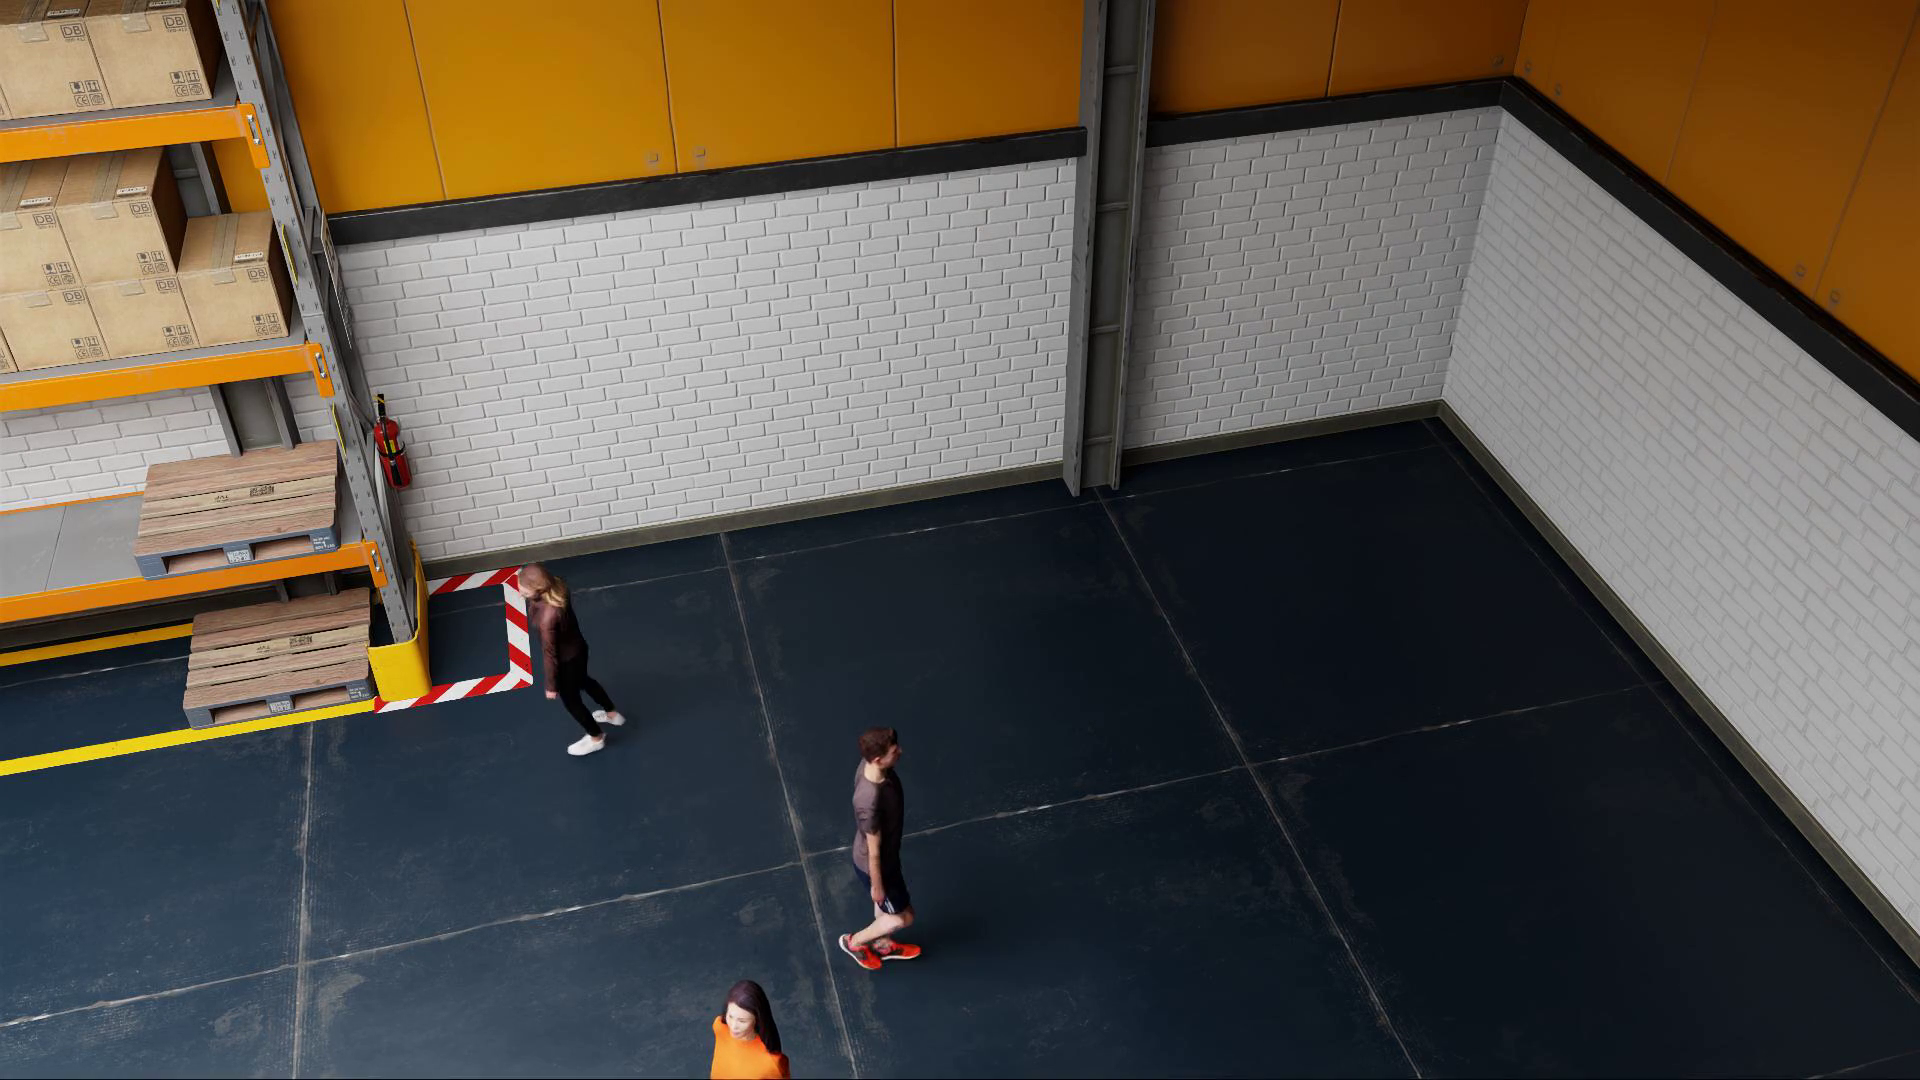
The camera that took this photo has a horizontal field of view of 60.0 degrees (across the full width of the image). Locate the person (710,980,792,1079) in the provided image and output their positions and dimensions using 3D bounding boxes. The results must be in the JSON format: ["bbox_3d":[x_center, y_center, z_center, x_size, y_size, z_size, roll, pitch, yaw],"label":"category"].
[{"bbox_3d":[-0.991,2.730,8.059,0.710,1.747,0.734,28,47,31],"label":"person"}]

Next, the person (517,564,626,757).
[{"bbox_3d":[-2.461,0.747,10.601,0.741,1.673,0.807,7,39,9],"label":"person"}]

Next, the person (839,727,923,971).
[{"bbox_3d":[-0.513,1.741,9.220,0.798,1.844,0.771,1,39,1],"label":"person"}]
